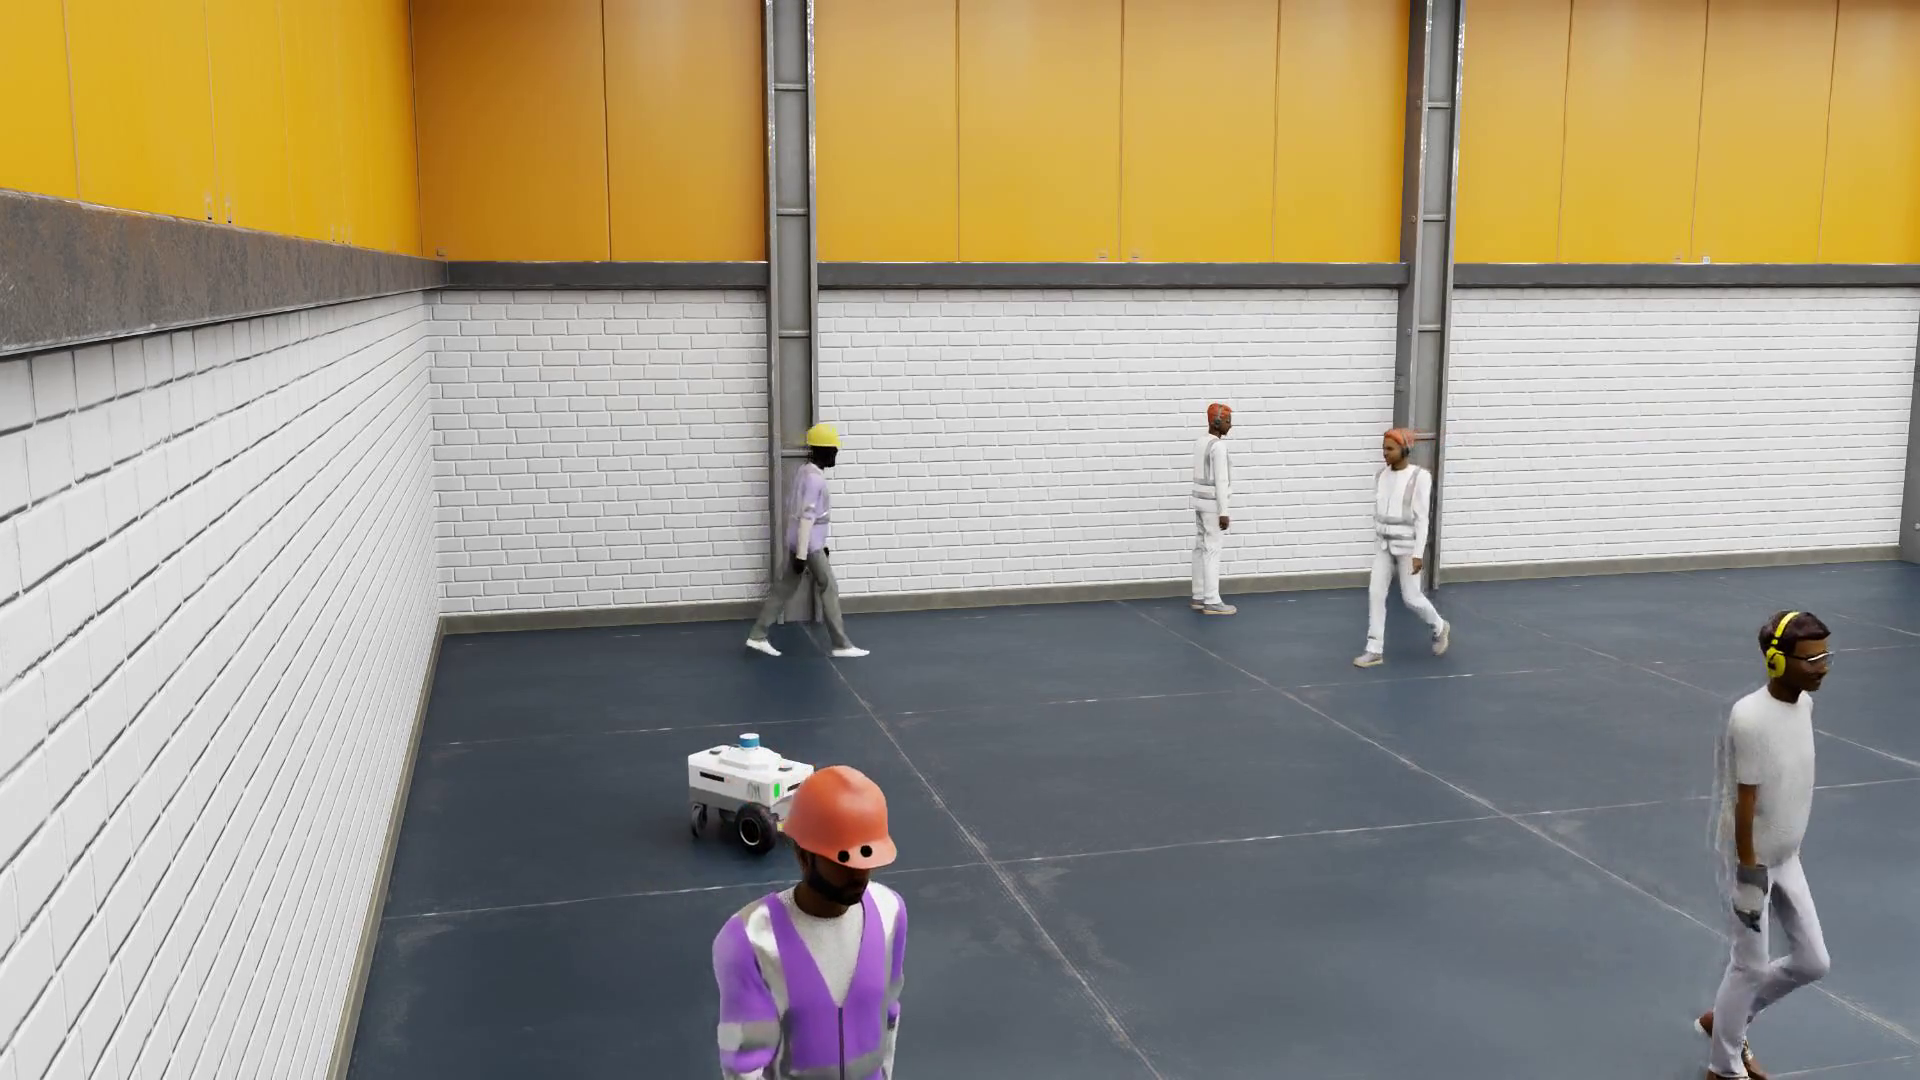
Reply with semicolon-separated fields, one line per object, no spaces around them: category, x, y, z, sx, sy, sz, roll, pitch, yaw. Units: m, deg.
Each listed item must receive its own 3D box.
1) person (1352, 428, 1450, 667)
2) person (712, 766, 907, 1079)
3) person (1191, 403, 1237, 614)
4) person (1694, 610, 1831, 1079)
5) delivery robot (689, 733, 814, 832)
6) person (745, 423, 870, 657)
person;3.451;0.052;12.886;0.817;1.860;0.582;-6;11;-34
person;-0.320;1.459;4.028;0.544;1.868;1.023;-5;11;-31
person;2.258;-0.283;14.872;0.362;1.886;0.575;-2;9;-12
person;2.908;1.163;5.964;0.523;1.855;0.389;-6;11;-34
delivery robot;-1.127;1.284;8.938;0.707;0.478;0.477;7;11;37
person;-1.241;0.015;13.094;0.983;1.882;0.590;-2;9;-12
